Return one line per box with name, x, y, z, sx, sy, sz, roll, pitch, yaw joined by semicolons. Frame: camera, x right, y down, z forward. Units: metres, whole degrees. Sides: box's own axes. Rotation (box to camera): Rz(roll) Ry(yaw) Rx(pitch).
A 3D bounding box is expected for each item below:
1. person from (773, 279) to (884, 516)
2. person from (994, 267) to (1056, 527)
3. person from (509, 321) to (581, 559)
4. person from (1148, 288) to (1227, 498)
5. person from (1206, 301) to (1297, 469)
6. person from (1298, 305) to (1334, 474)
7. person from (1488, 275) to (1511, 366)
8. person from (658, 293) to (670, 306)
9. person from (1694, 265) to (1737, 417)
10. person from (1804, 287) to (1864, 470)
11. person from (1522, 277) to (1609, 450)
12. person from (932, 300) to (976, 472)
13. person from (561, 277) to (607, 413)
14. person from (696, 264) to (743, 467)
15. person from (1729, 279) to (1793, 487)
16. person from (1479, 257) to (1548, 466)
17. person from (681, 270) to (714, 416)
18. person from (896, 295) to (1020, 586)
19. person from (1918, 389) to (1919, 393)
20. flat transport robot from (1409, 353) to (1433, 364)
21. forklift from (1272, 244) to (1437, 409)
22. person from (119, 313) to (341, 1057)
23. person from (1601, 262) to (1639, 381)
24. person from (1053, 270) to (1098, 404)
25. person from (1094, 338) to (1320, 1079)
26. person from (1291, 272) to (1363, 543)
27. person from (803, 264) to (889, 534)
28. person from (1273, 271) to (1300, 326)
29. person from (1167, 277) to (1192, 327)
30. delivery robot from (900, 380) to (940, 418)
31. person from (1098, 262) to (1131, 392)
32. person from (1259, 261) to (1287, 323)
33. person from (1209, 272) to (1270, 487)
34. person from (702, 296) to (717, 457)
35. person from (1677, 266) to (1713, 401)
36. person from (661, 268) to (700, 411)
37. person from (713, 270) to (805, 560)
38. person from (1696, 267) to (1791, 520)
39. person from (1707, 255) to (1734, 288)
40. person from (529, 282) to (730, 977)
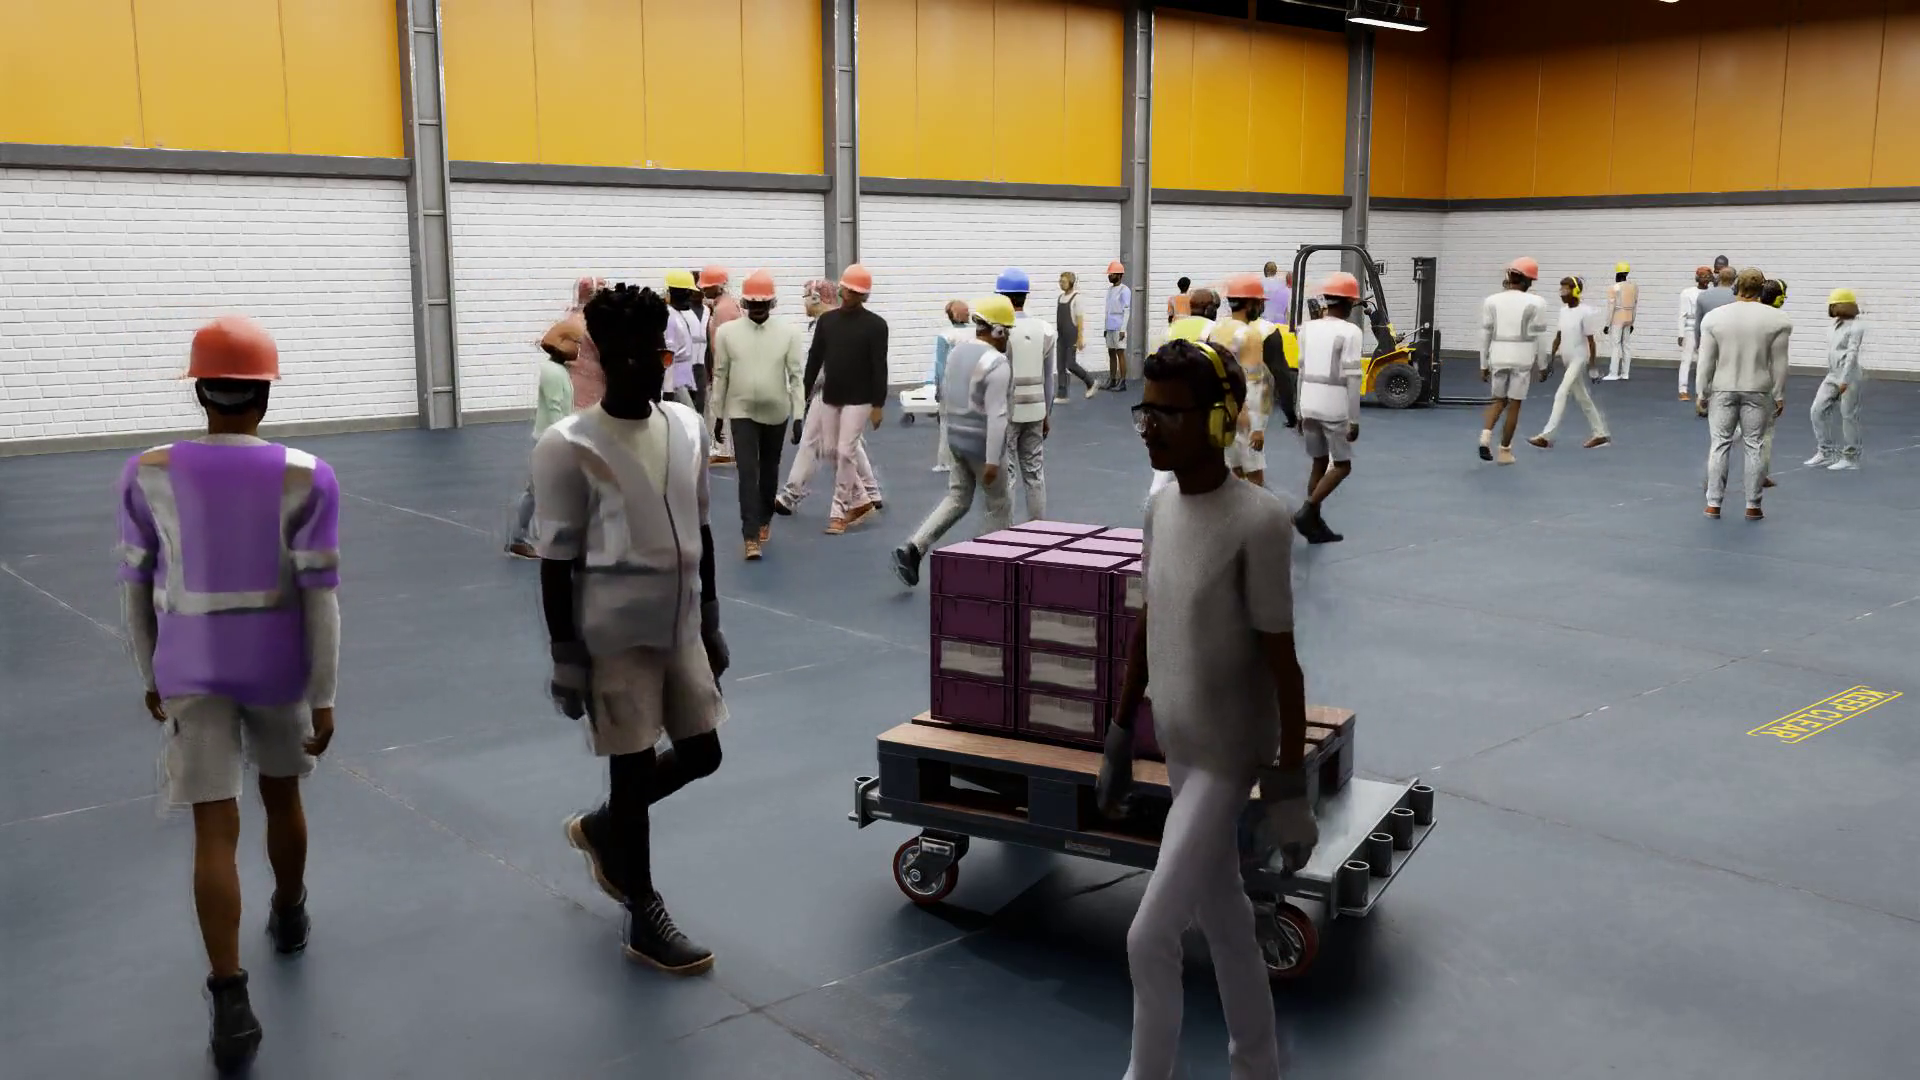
person;-1.081;-1.106;13.016;1.039;1.847;0.663;-1;10;-7
person;0.361;-0.836;11.104;0.614;1.946;0.389;-7;12;-35
person;-2.648;-0.653;11.060;0.831;1.579;0.535;-1;10;-4
person;1.806;-1.051;12.842;0.972;1.792;0.643;-9;13;-42
person;2.200;-0.986;12.391;0.844;1.802;0.653;-8;12;-38
person;3.354;-1.349;15.151;0.535;1.588;0.875;5;11;29
person;9.330;-3.669;28.394;0.736;1.717;0.498;2;10;10
person;-3.196;-1.911;18.369;0.307;1.624;0.495;-1;10;-6
person;9.482;-2.468;20.776;0.635;1.913;0.813;6;11;30
person;8.307;-1.517;15.738;0.534;1.723;0.500;-1;10;-7
person;6.420;-1.844;17.435;1.024;1.806;0.490;-1;10;-7
person;0.007;-1.415;15.456;0.534;1.627;0.616;-7;12;-35
person;-2.828;-1.126;13.073;1.013;1.851;0.648;-7;12;-35
person;-2.178;-1.617;15.669;0.799;1.941;0.636;-1;10;-8
person;6.864;-1.331;14.372;0.773;1.835;0.525;-7;12;-35
person;5.332;-1.710;16.025;0.617;2.017;0.429;8;13;40
person;-2.636;-1.680;16.229;0.450;1.890;0.602;5;11;25
person;0.031;-0.563;9.967;0.780;1.797;0.634;-6;11;-32
person;13.917;-2.799;23.408;0.845;1.656;0.553;0;10;2
flat transport robot;8.083;-3.271;30.265;0.652;0.197;1.431;9;13;43
forklift;5.256;-2.933;22.661;2.313;2.155;1.214;3;10;16
person;-1.913;0.345;4.424;0.544;1.882;1.037;-4;10;-22
person;10.747;-3.557;27.087;0.588;1.930;0.364;-4;10;-22
person;1.543;-2.771;22.784;0.651;1.831;0.506;-6;11;-32
person;0.423;0.498;3.584;0.804;1.842;0.565;-4;10;-20
person;2.531;-0.897;11.558;0.597;1.916;0.585;-7;12;-37
person;-0.844;-1.038;12.239;0.718;1.963;0.618;6;12;33
person;4.953;-3.186;25.331;0.920;1.804;0.558;-3;10;-15
person;3.601;-3.395;26.854;0.529;1.690;0.321;4;10;22
delivery robot;-0.351;-1.660;19.728;0.707;0.478;0.477;1;10;4
person;2.323;-3.192;24.926;0.354;1.939;0.545;-5;11;-28
person;5.157;-3.675;27.752;0.634;1.939;0.367;-5;11;-28
person;1.778;-0.795;10.944;0.601;1.922;0.565;-3;10;-18
person;-2.552;-1.655;16.852;0.339;1.654;0.523;-6;11;-32
person;10.325;-2.879;23.254;0.584;1.882;0.337;0;10;0
person;-2.356;-1.332;14.086;0.448;1.913;0.623;0;10;0
person;-1.375;-0.875;11.403;0.622;1.931;1.068;-2;10;-10
person;5.997;-1.117;12.776;0.636;1.938;0.355;4;11;23
person;13.151;-3.912;28.844;0.689;2.000;0.539;5;11;28
person;-0.945;0.245;4.753;0.587;1.954;0.624;7;12;36
